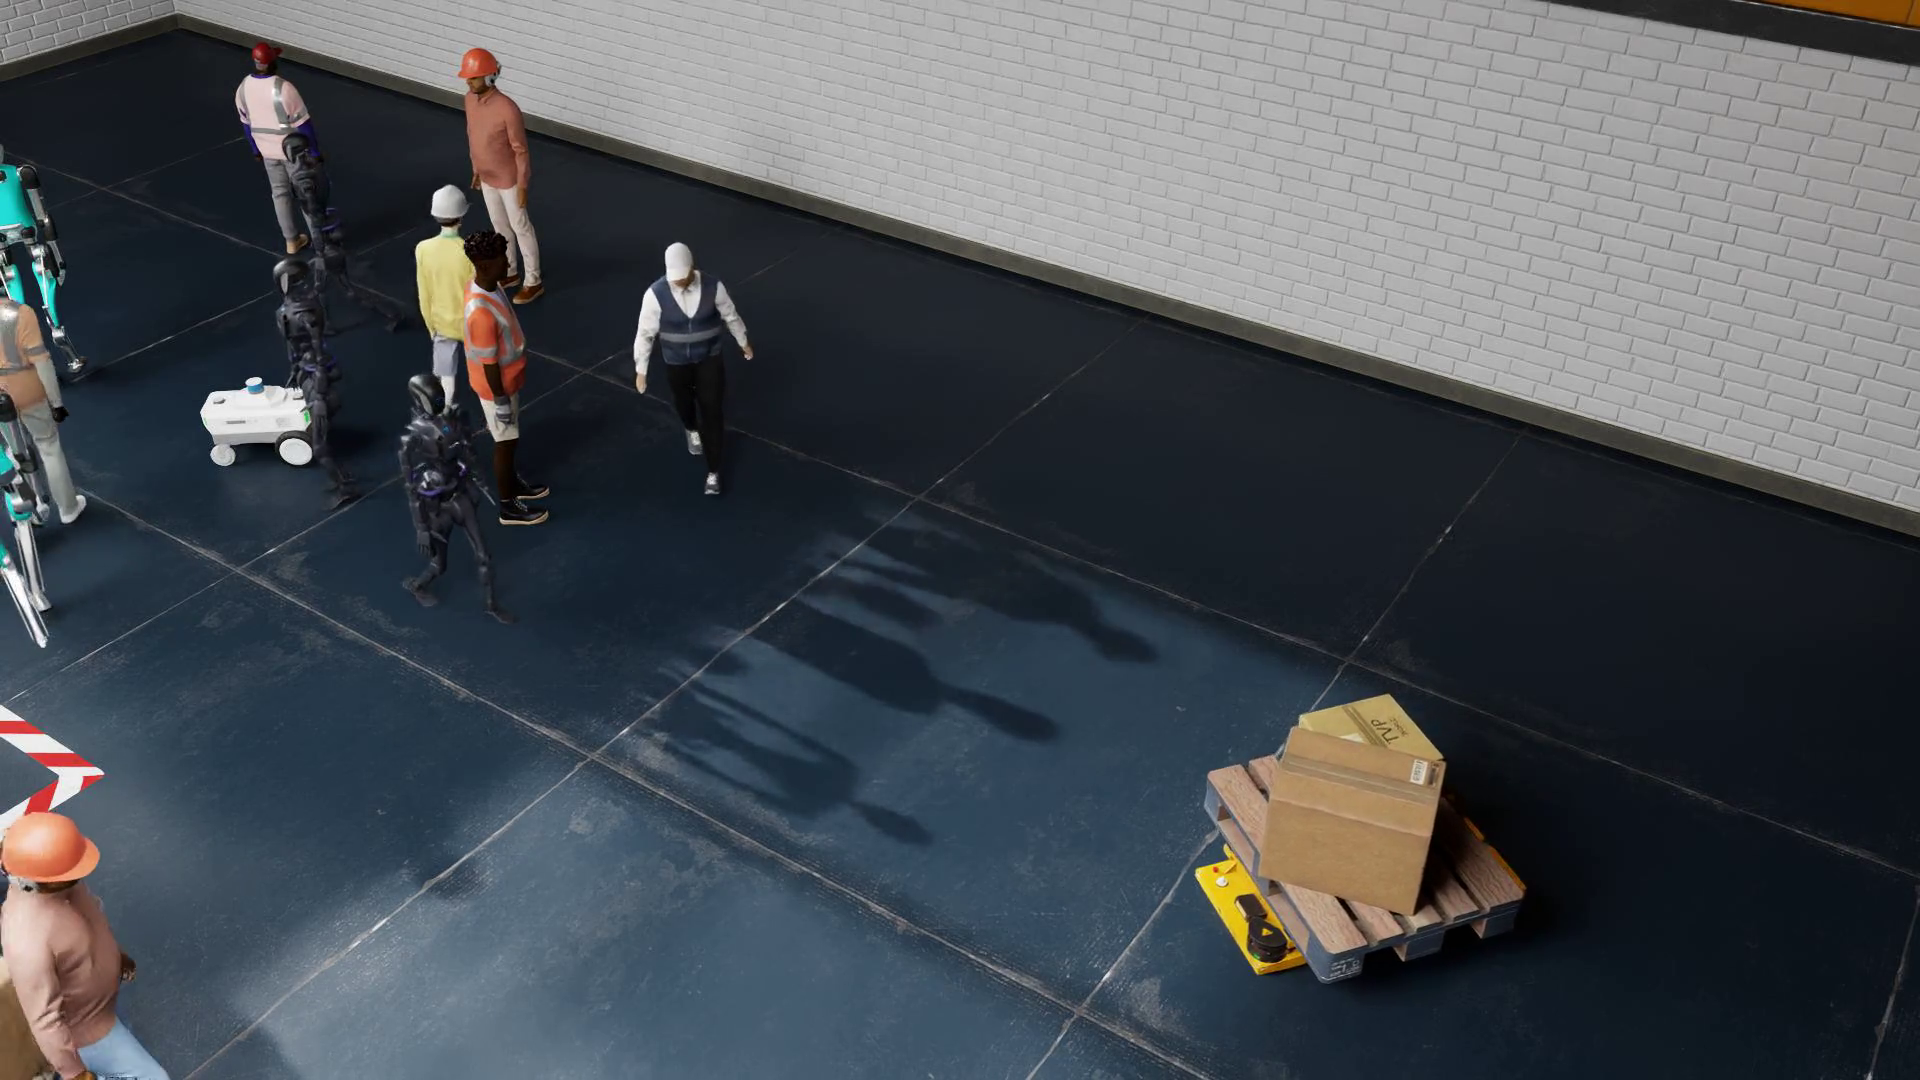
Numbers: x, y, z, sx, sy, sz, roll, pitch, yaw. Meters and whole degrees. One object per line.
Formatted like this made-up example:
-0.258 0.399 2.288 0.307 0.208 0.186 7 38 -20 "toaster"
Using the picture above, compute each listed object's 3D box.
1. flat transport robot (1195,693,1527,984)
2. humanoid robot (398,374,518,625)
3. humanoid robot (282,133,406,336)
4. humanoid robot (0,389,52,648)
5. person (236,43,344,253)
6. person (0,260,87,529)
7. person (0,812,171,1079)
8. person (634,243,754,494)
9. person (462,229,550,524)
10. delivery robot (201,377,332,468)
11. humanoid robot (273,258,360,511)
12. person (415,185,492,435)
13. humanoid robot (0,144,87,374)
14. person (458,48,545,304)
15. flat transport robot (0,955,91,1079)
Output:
1.919 1.613 7.958 1.431 0.231 0.659 -11 37 -16 "flat transport robot"
-2.952 -0.252 9.428 0.712 1.632 0.584 17 38 23 "humanoid robot"
-4.614 -2.223 12.265 0.758 1.647 0.590 -12 37 -17 "humanoid robot"
-5.443 -0.228 9.335 0.544 1.799 0.812 -26 43 -32 "humanoid robot"
-5.459 -3.159 13.483 0.613 1.755 0.419 8 36 12 "person"
-5.776 -0.890 10.113 0.616 1.898 0.574 -3 35 -5 "person"
-3.253 1.757 6.270 0.451 1.964 0.660 -11 37 -16 "person"
-1.698 -1.159 10.668 0.773 1.695 0.975 -7 36 -9 "person"
-2.815 -0.992 10.213 0.375 1.958 0.604 -7 36 -10 "person"
-4.648 -0.801 11.176 0.811 0.613 0.499 -3 35 -5 "delivery robot"
-4.071 -1.001 10.458 0.349 1.649 0.600 -23 41 -29 "humanoid robot"
-3.283 -1.352 10.835 0.511 1.851 0.877 1 35 1 "person"
-6.498 -1.857 11.520 0.533 1.677 0.735 -13 37 -18 "humanoid robot"
-3.528 -2.783 12.737 0.608 1.995 0.380 24 41 30 "person"
-4.291 2.474 6.728 0.659 0.231 1.431 7 36 11 "flat transport robot"
